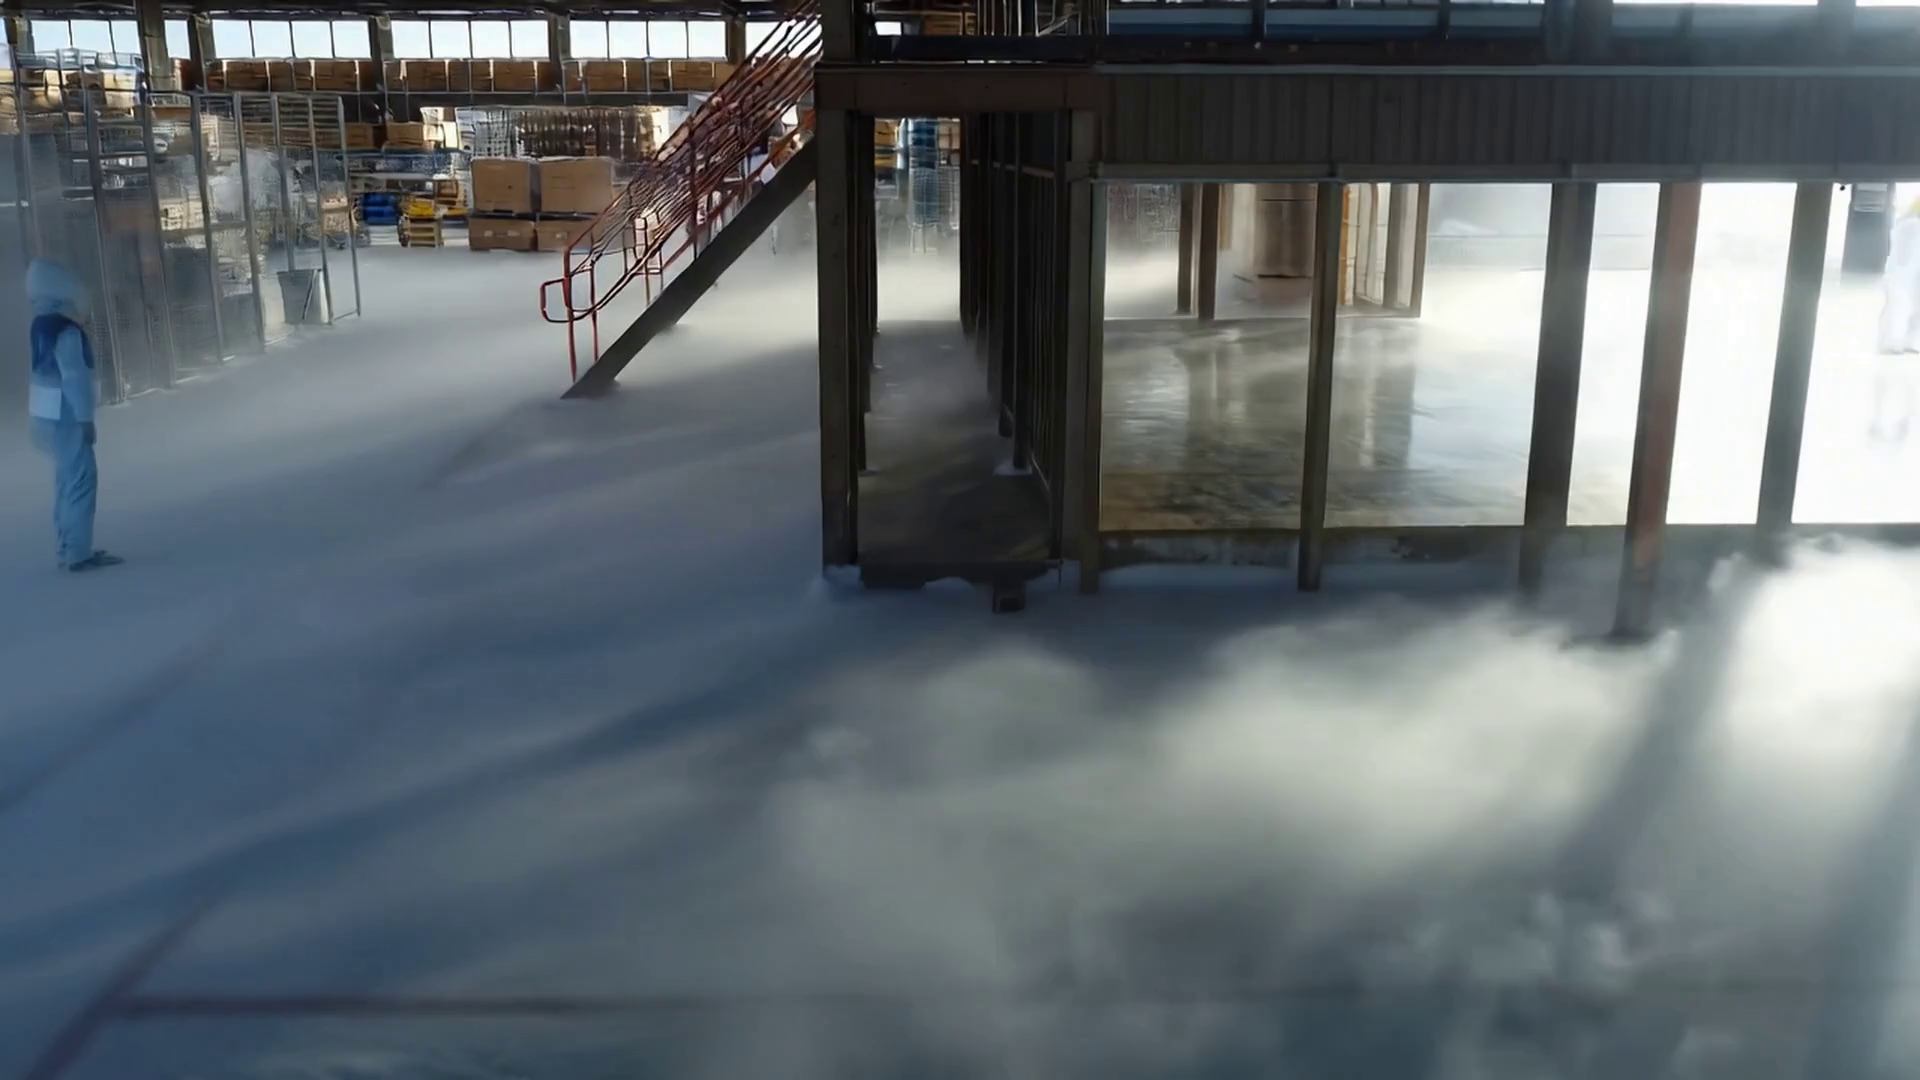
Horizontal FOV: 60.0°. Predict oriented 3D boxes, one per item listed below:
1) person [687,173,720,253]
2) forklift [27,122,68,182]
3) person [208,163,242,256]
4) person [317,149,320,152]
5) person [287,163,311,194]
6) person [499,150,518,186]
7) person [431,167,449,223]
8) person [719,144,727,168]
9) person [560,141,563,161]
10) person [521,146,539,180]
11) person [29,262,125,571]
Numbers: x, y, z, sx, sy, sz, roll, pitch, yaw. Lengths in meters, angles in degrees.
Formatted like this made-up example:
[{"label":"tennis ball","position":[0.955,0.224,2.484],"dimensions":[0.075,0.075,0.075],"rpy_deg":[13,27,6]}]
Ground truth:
[{"label":"person","position":[-4.654,-5.726,30.264],"dimensions":[0.593,1.870,0.480],"rpy_deg":[-4,15,-17]},{"label":"forklift","position":[-35.376,-14.773,64.377],"dimensions":[1.129,2.768,1.873],"rpy_deg":[-1,14,-2]},{"label":"person","position":[-15.322,-6.868,34.683],"dimensions":[0.626,1.951,1.003],"rpy_deg":[-10,17,-36]},{"label":"person","position":[-22.361,-12.709,58.161],"dimensions":[0.659,1.875,0.546],"rpy_deg":[11,18,38]},{"label":"person","position":[-16.166,-8.326,40.777],"dimensions":[0.649,1.819,0.404],"rpy_deg":[-11,18,-38]},{"label":"person","position":[-14.769,-11.798,54.475],"dimensions":[0.562,1.889,0.952],"rpy_deg":[-4,14,-14]},{"label":"person","position":[-12.574,-8.161,40.317],"dimensions":[0.818,1.714,0.482],"rpy_deg":[3,14,13]},{"label":"person","position":[-11.318,-17.947,79.213],"dimensions":[0.403,1.822,0.588],"rpy_deg":[-5,15,-21]},{"label":"person","position":[-21.756,-20.919,91.041],"dimensions":[0.389,1.847,0.567],"rpy_deg":[-3,14,-13]},{"label":"person","position":[-14.466,-12.242,56.053],"dimensions":[0.612,2.014,0.913],"rpy_deg":[3,14,10]},{"label":"person","position":[-5.534,-0.754,10.318],"dimensions":[0.384,1.914,0.609],"rpy_deg":[-13,19,-41]}]
